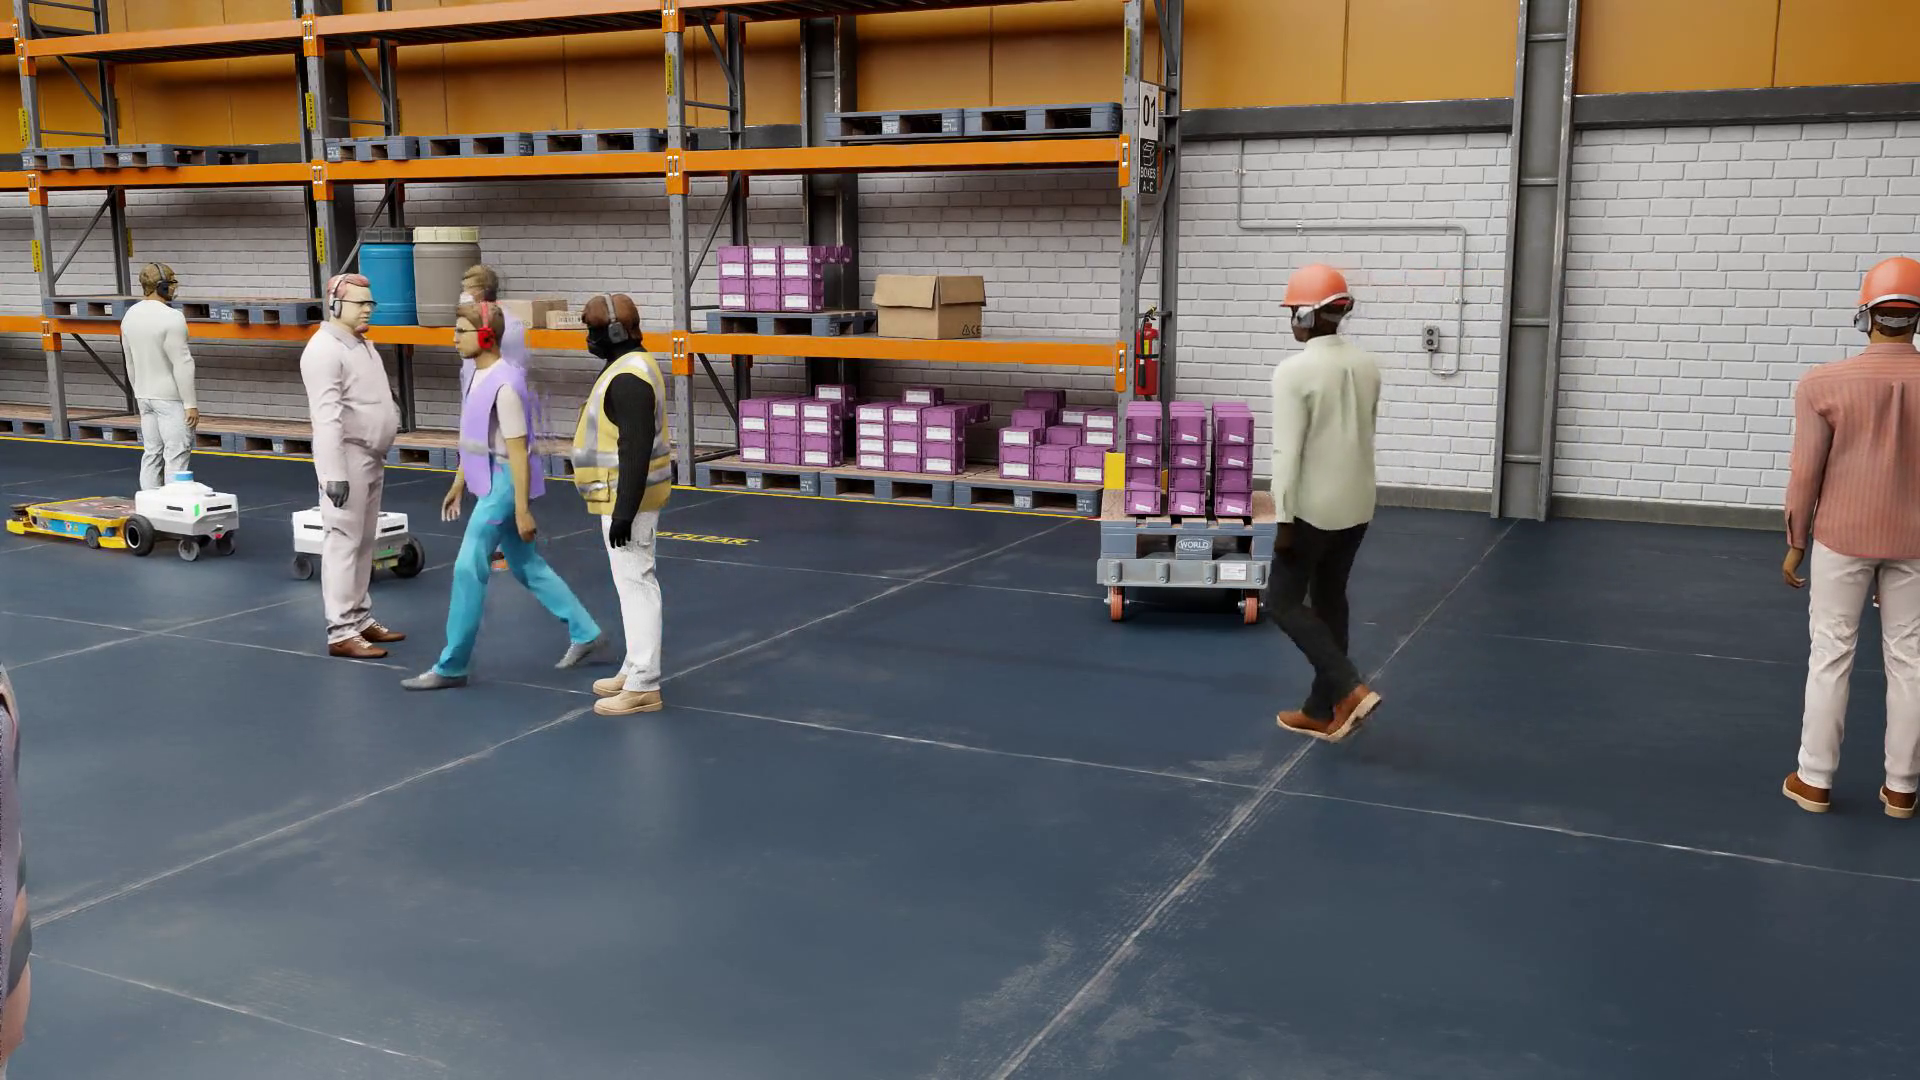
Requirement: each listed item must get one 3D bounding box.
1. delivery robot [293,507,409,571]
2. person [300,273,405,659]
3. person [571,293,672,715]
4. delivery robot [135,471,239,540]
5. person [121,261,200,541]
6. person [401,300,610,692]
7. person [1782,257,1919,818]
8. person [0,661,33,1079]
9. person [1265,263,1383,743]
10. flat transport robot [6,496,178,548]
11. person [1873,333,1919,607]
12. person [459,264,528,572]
[{"bbox_3d":[-3.725,-0.064,10.162,0.707,0.478,0.477,5,11,26],"label":"delivery robot"},{"bbox_3d":[-3.017,-0.372,8.336,0.399,1.904,0.644,0,10,-2],"label":"person"},{"bbox_3d":[-1.480,-0.158,7.303,0.429,1.838,0.621,-2,10,-10],"label":"person"},{"bbox_3d":[-5.111,-0.210,10.999,0.707,0.478,0.477,6,12,31],"label":"delivery robot"},{"bbox_3d":[-5.540,-0.960,11.604,0.631,1.940,0.372,6,11,29],"label":"person"},{"bbox_3d":[-2.112,-0.215,7.754,0.965,1.803,0.591,-4,11,-22],"label":"person"},{"bbox_3d":[3.260,0.003,5.926,0.612,1.995,0.375,3,10,16],"label":"person"},{"bbox_3d":[-1.516,0.715,2.289,0.621,1.845,0.429,8,13,39],"label":"person"},{"bbox_3d":[1.504,-0.126,6.741,0.636,1.974,0.582,-7,12,-34],"label":"person"},{"bbox_3d":[-5.979,-0.140,11.675,1.431,0.197,0.652,6,12,31],"label":"flat transport robot"},{"bbox_3d":[5.396,-0.534,9.364,0.310,1.868,0.532,6,12,31],"label":"person"},{"bbox_3d":[-2.953,-0.761,10.501,0.380,1.936,0.666,-9,13,-41],"label":"person"}]
